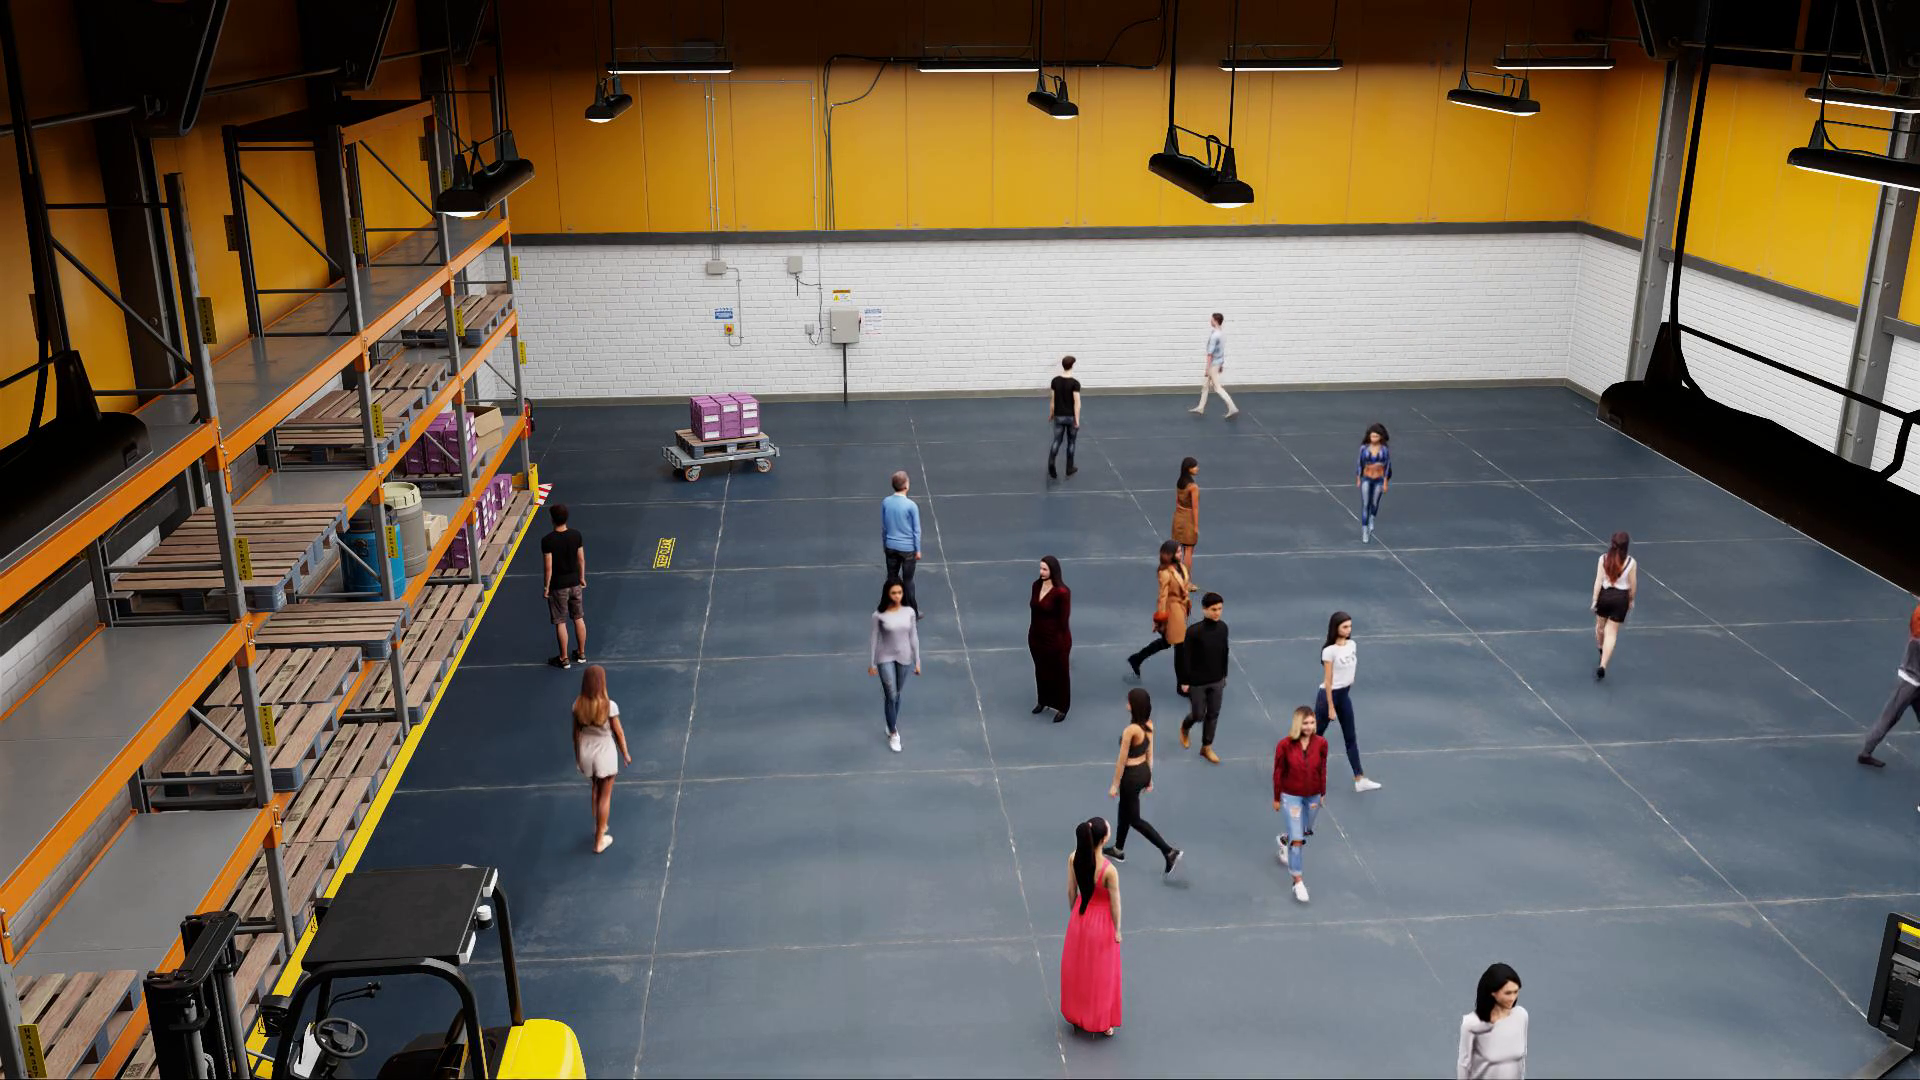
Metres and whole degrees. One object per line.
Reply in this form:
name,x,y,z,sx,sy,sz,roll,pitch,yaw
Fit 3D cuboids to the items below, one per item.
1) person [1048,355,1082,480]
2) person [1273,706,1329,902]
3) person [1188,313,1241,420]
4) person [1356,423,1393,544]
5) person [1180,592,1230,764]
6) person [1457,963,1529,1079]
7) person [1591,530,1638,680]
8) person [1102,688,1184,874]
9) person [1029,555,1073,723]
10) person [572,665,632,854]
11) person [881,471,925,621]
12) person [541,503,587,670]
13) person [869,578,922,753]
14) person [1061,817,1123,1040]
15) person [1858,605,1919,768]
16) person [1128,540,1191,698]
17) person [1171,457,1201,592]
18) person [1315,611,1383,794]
person,1.554,-1.826,25.126,1.019,1.872,1.218,8,20,23
person,2.803,2.115,13.844,0.697,1.605,1.074,-4,19,-13
person,4.462,-2.969,28.612,1.131,1.814,1.213,9,21,26
person,5.595,-0.789,22.513,0.846,1.576,1.149,4,19,13
person,2.334,1.297,16.106,0.789,1.711,0.890,-8,20,-23
person,3.216,3.313,10.151,0.708,1.691,0.912,-5,19,-14
person,7.036,0.734,17.948,0.909,1.603,1.157,7,20,21
person,1.539,2.063,13.985,1.035,1.613,1.024,12,22,33
person,0.933,0.984,16.963,0.767,1.757,0.842,17,25,41
person,-3.153,1.922,14.305,0.677,1.675,0.729,6,19,17
person,-0.698,0.066,19.590,0.745,1.820,0.762,10,21,28
person,-4.348,0.489,18.270,0.772,1.862,0.804,-17,25,-41
person,-0.683,1.174,16.462,0.771,1.717,0.889,-7,20,-21
person,0.942,2.742,11.792,0.710,1.727,0.766,14,23,36
person,8.904,1.405,15.758,1.013,1.729,1.130,8,20,22
person,2.158,0.814,17.569,1.179,1.693,1.158,13,22,33
person,2.803,-0.204,20.602,0.678,1.686,0.549,-8,20,-23
person,3.398,1.493,15.494,0.986,1.731,1.173,-14,23,-36
